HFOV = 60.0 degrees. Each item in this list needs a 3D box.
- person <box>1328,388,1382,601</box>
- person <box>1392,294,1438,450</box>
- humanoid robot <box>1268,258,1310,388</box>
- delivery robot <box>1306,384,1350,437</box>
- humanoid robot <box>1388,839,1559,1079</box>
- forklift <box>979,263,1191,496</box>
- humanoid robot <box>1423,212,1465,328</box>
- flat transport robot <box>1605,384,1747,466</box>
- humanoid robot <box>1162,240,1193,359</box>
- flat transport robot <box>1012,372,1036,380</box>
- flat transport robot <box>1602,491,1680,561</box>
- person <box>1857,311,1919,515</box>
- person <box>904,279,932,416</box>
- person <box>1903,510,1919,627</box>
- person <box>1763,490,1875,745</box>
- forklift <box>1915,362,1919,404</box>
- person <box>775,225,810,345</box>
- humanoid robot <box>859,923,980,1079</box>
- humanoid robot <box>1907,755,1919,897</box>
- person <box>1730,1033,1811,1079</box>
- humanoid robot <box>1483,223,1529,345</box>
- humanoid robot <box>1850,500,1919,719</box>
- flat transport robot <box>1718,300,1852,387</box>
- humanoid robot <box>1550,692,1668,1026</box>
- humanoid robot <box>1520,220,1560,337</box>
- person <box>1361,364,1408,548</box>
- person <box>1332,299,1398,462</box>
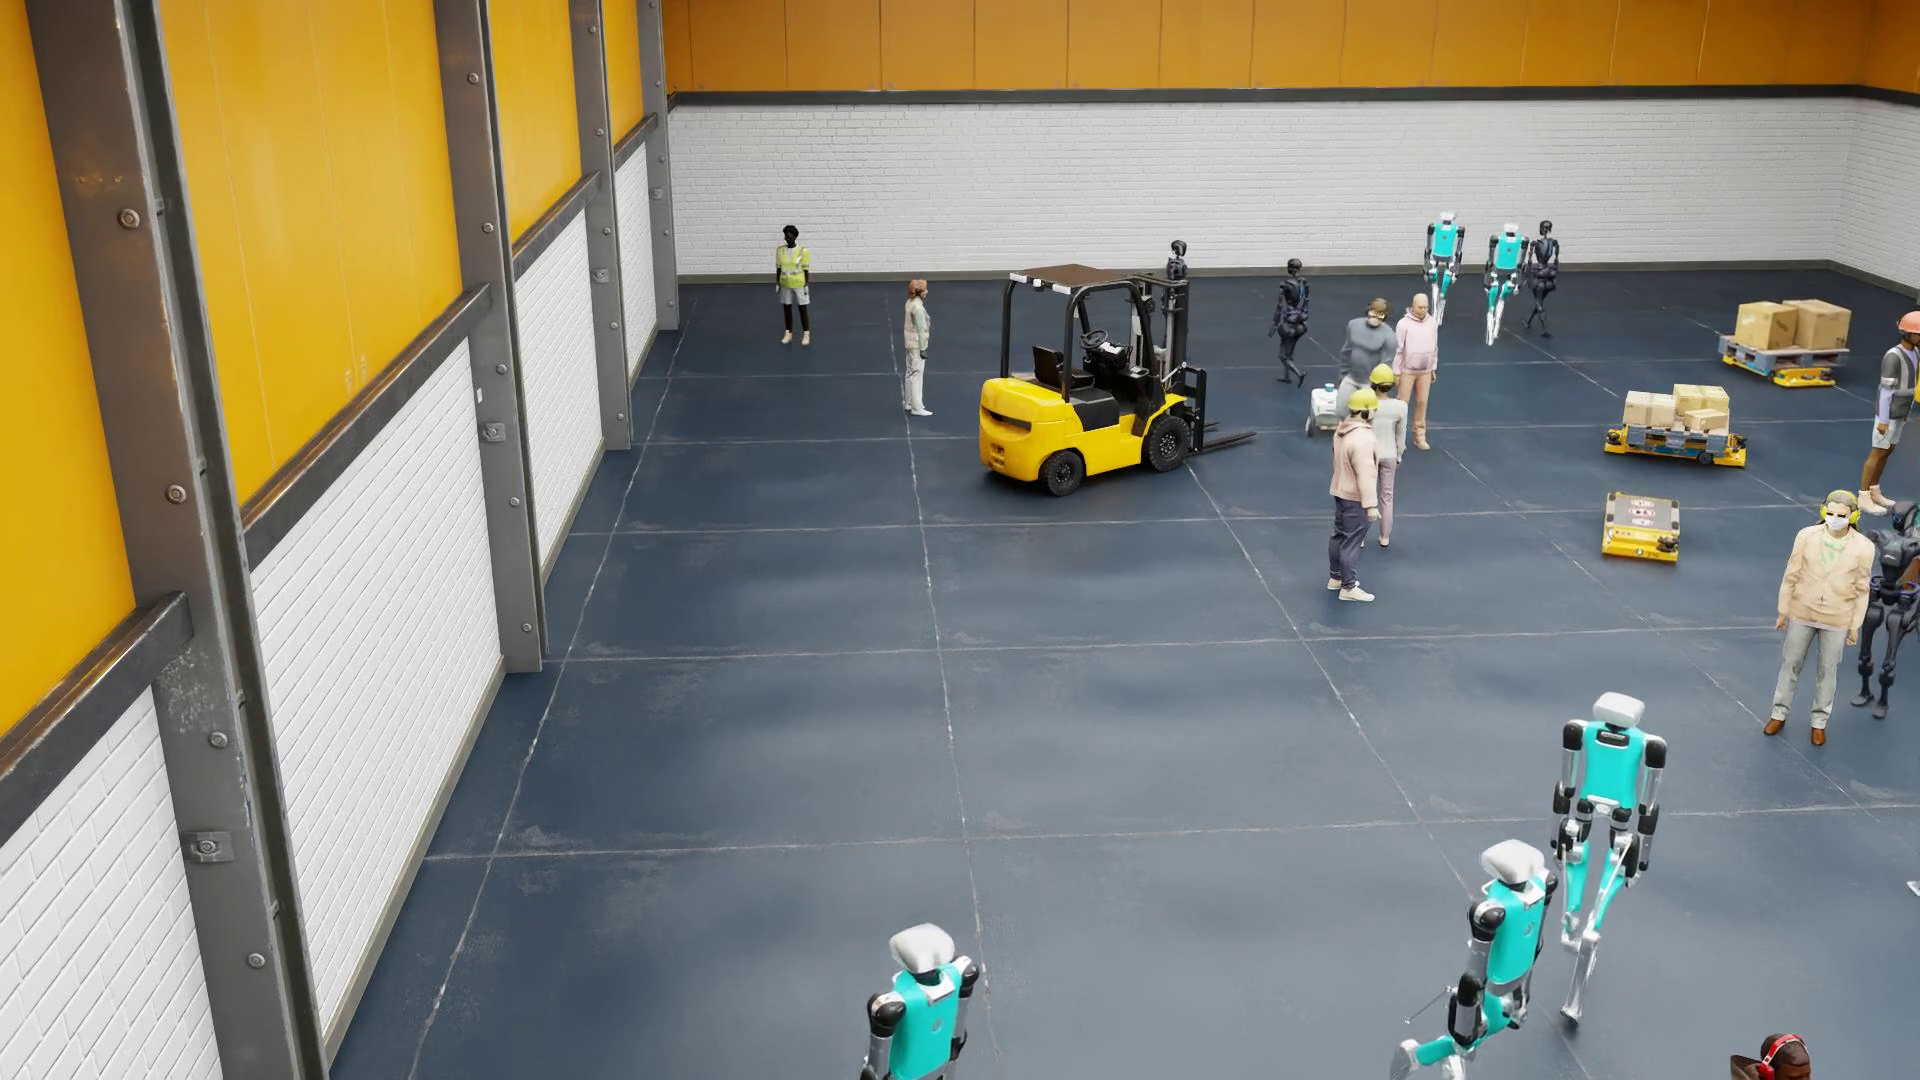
[{"bbox_3d":[3.395,-0.395,14.384,0.409,1.868,0.794,-3,20,-8],"label":"person"},{"bbox_3d":[5.065,-1.888,18.587,0.538,1.776,0.409,-4,21,-12],"label":"person"},{"bbox_3d":[4.277,-2.765,21.139,0.599,1.631,0.618,-13,24,-32],"label":"humanoid robot"},{"bbox_3d":[4.279,-1.517,19.333,0.499,0.585,0.765,2,20,6],"label":"delivery robot"},{"bbox_3d":[2.262,2.124,7.811,0.549,1.833,0.866,-15,25,-36],"label":"humanoid robot"},{"bbox_3d":[1.315,-1.764,17.646,2.313,2.155,1.214,-14,24,-33],"label":"forklift"},{"bbox_3d":[7.046,-3.947,24.255,0.544,1.734,0.979,8,22,21],"label":"humanoid robot"},{"bbox_3d":[7.983,-1.073,18.550,1.431,0.231,0.659,9,22,23],"label":"flat transport robot"},{"bbox_3d":[2.908,-3.194,22.294,0.494,1.642,0.595,8,22,21],"label":"humanoid robot"},{"bbox_3d":[1.247,-1.917,20.851,1.431,0.231,0.659,-1,20,-3],"label":"flat transport robot"},{"bbox_3d":[6.558,-0.141,16.011,0.659,0.231,1.431,8,22,20],"label":"flat transport robot"},{"bbox_3d":[9.293,-1.264,16.503,0.613,2.040,0.389,-18,27,-41],"label":"person"},{"bbox_3d":[-0.516,-2.313,19.936,0.309,1.638,0.521,-6,21,-16],"label":"person"},{"bbox_3d":[8.181,-0.130,13.737,0.730,1.814,0.531,-7,21,-18],"label":"person"},{"bbox_3d":[6.128,0.533,11.847,0.564,1.876,0.407,12,24,30],"label":"person"},{"bbox_3d":[12.602,-2.435,19.475,2.313,2.155,1.214,-1,20,-4],"label":"forklift"},{"bbox_3d":[-2.341,-3.570,23.289,0.529,1.690,0.319,7,21,18],"label":"person"},{"bbox_3d":[-0.323,2.346,7.097,0.545,1.752,0.905,-17,26,-39],"label":"humanoid robot"},{"bbox_3d":[5.979,1.368,9.759,0.532,1.787,0.677,2,20,4],"label":"humanoid robot"},{"bbox_3d":[3.077,2.615,6.490,0.456,1.651,0.335,-10,22,-25],"label":"person"},{"bbox_3d":[7.592,-3.600,23.367,0.530,1.801,0.823,3,20,7],"label":"humanoid robot"},{"bbox_3d":[6.826,0.486,12.259,0.382,1.645,0.610,-18,27,-40],"label":"humanoid robot"},{"bbox_3d":[10.741,-2.271,21.816,0.659,0.231,1.431,-3,20,-9],"label":"flat transport robot"},{"bbox_3d":[3.317,1.758,8.796,0.531,1.780,1.037,12,23,30],"label":"humanoid robot"},{"bbox_3d":[8.342,-3.769,23.925,0.591,1.618,0.800,-8,22,-20],"label":"humanoid robot"},{"bbox_3d":[3.897,-0.780,15.576,0.526,1.772,0.303,-2,20,-5],"label":"person"},{"bbox_3d":[4.322,-1.655,17.776,0.405,1.919,0.675,-17,26,-39],"label":"person"}]
